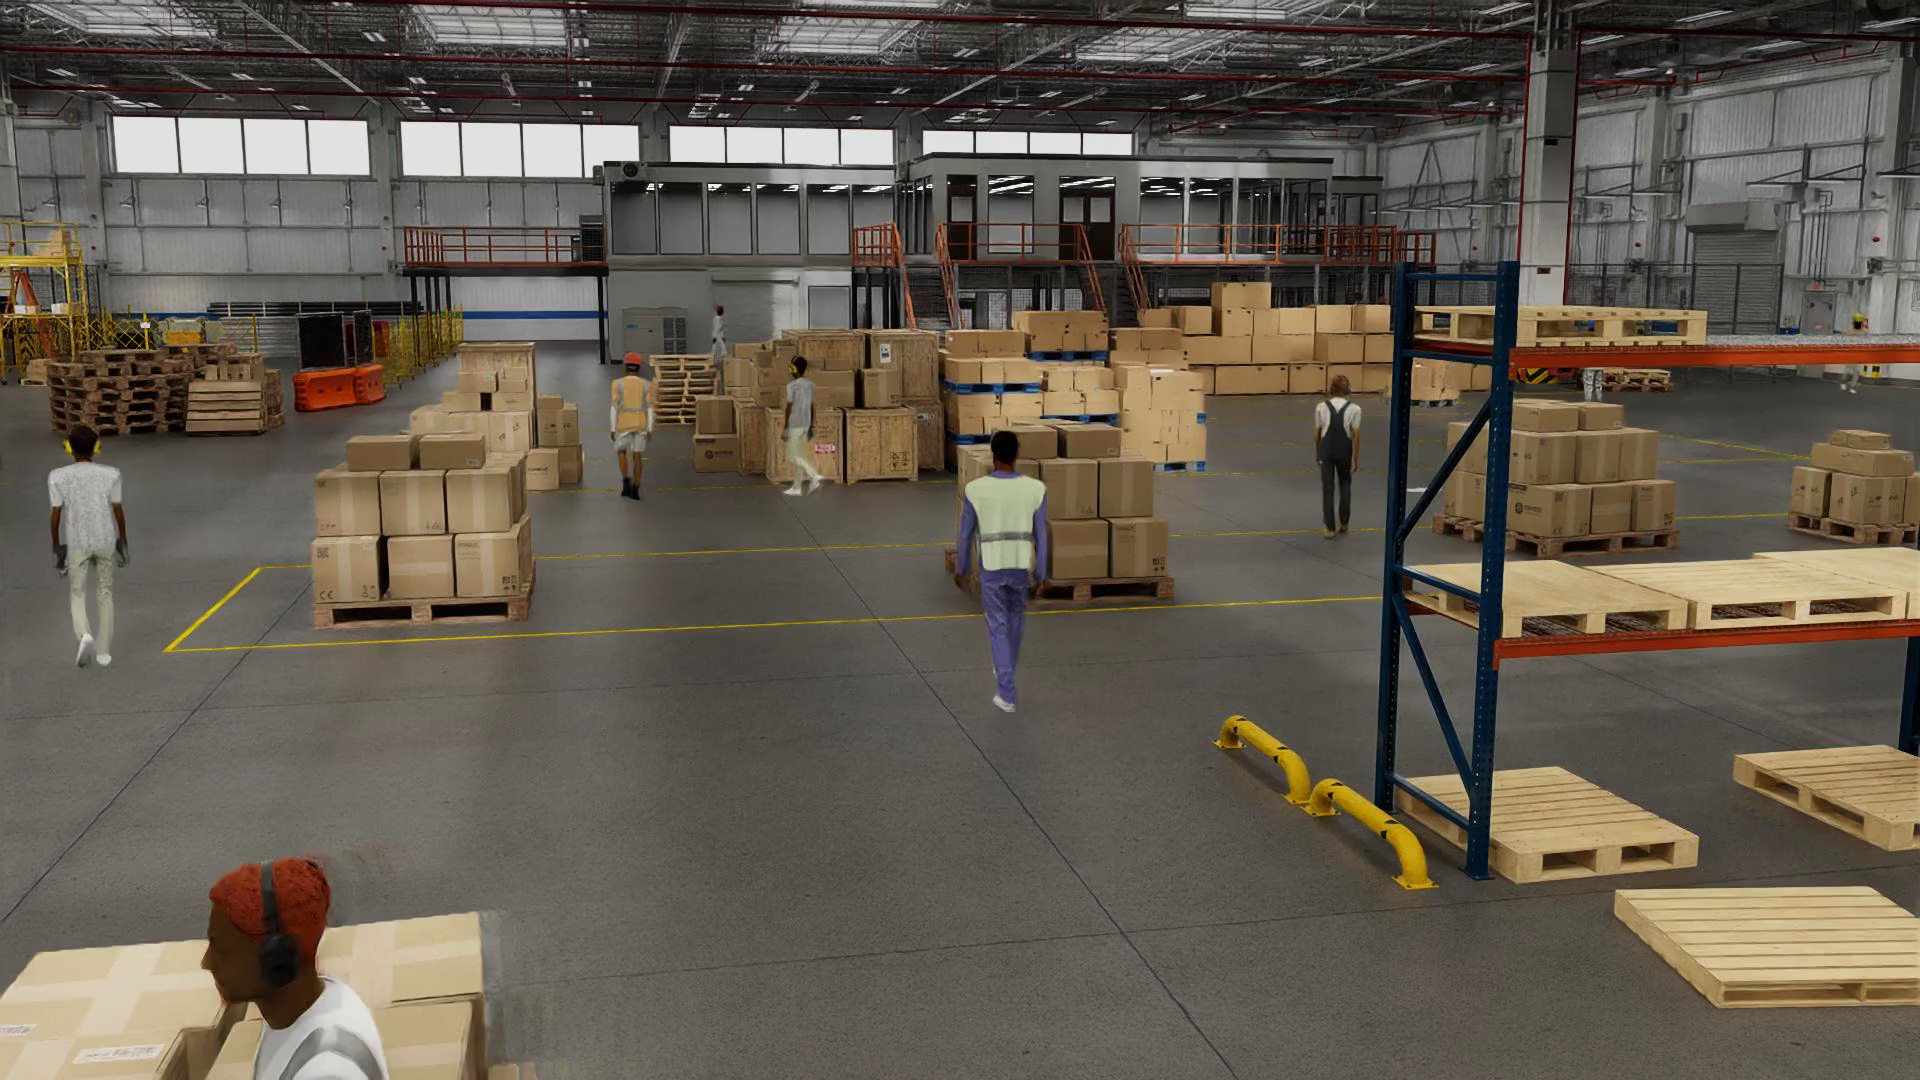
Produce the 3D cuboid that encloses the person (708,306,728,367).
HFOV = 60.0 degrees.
[{"bbox_3d":[-7.146,-6.100,49.945,0.939,1.840,0.589,-2,10,-14],"label":"person"}]

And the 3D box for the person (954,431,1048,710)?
[{"bbox_3d":[0.260,0.184,11.562,0.596,1.881,0.931,-3,10,-17],"label":"person"}]

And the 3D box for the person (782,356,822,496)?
[{"bbox_3d":[-2.079,-1.475,21.724,0.628,1.854,0.542,6,11,33],"label":"person"}]

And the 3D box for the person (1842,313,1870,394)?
[{"bbox_3d":[21.298,-4.435,39.590,0.611,1.910,0.476,2,9,9],"label":"person"}]

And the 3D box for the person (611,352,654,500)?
[{"bbox_3d":[-4.253,-1.478,21.570,0.566,1.912,0.494,-3,10,-19],"label":"person"}]

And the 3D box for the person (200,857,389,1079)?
[{"bbox_3d":[-1.339,1.539,3.335,0.652,1.858,0.604,-4,10,-23],"label":"person"}]

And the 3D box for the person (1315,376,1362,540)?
[{"bbox_3d":[4.229,-0.935,18.637,0.510,1.794,0.960,3,10,15],"label":"person"}]

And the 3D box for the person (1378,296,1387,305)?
[{"bbox_3d":[14.586,-7.450,57.734,0.395,1.990,0.622,2,10,11],"label":"person"}]

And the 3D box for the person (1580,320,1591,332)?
[{"bbox_3d":[17.974,-5.650,47.277,0.662,1.819,0.728,-8,12,-41],"label":"person"}]

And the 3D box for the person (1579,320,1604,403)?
[{"bbox_3d":[12.869,-3.507,33.833,0.603,1.949,0.384,-4,10,-22],"label":"person"}]

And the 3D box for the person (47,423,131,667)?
[{"bbox_3d":[-6.479,0.055,12.421,0.517,1.852,0.492,-5,11,-29],"label":"person"}]

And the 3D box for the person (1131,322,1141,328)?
[{"bbox_3d":[3.580,-3.516,34.091,0.638,1.885,1.027,-3,10,-18],"label":"person"}]
